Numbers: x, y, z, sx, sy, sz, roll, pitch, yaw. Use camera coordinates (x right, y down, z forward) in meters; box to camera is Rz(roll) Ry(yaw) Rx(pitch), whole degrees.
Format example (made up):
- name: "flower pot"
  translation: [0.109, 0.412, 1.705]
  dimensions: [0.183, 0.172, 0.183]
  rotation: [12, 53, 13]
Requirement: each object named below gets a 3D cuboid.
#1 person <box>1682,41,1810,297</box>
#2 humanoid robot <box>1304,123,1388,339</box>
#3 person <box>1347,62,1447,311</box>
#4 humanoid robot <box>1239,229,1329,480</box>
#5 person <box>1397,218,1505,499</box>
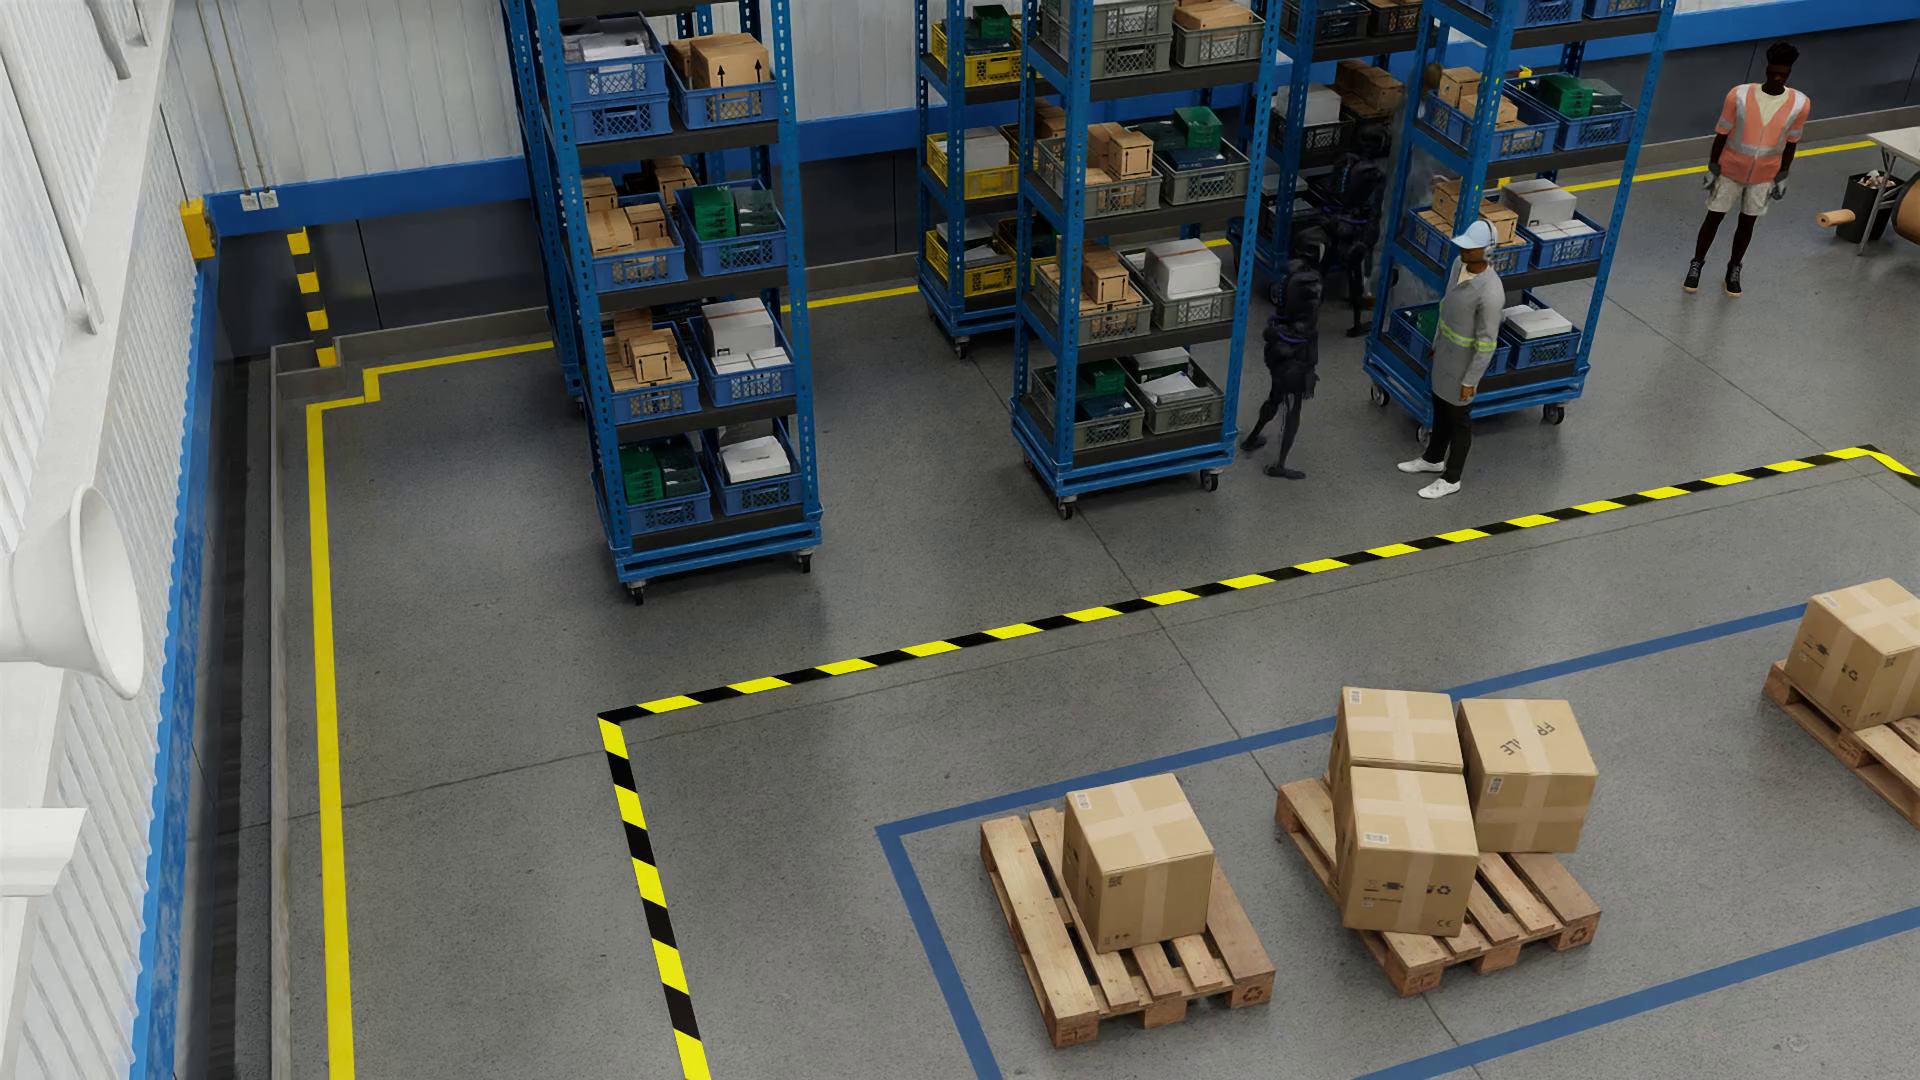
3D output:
- name: "person"
  translation: [5.933, -2.780, 12.525]
  dimensions: [0.600, 1.966, 0.368]
  rotation: [10, 36, 14]
- name: "humanoid robot"
  translation: [2.775, -2.199, 11.989]
  dimensions: [0.634, 1.614, 0.615]
  rotation: [-18, 39, -24]
- name: "person"
  translation: [3.416, -2.595, 12.324]
  dimensions: [0.975, 1.888, 0.634]
  rotation: [-7, 36, -10]
- name: "humanoid robot"
  translation: [2.072, -1.200, 10.525]
  dimensions: [0.388, 1.638, 0.599]
  rotation: [-7, 36, -10]
- name: "person"
  translation: [3.057, -1.120, 10.269]
  dimensions: [0.367, 1.852, 0.594]
  rotation: [-6, 36, -8]
